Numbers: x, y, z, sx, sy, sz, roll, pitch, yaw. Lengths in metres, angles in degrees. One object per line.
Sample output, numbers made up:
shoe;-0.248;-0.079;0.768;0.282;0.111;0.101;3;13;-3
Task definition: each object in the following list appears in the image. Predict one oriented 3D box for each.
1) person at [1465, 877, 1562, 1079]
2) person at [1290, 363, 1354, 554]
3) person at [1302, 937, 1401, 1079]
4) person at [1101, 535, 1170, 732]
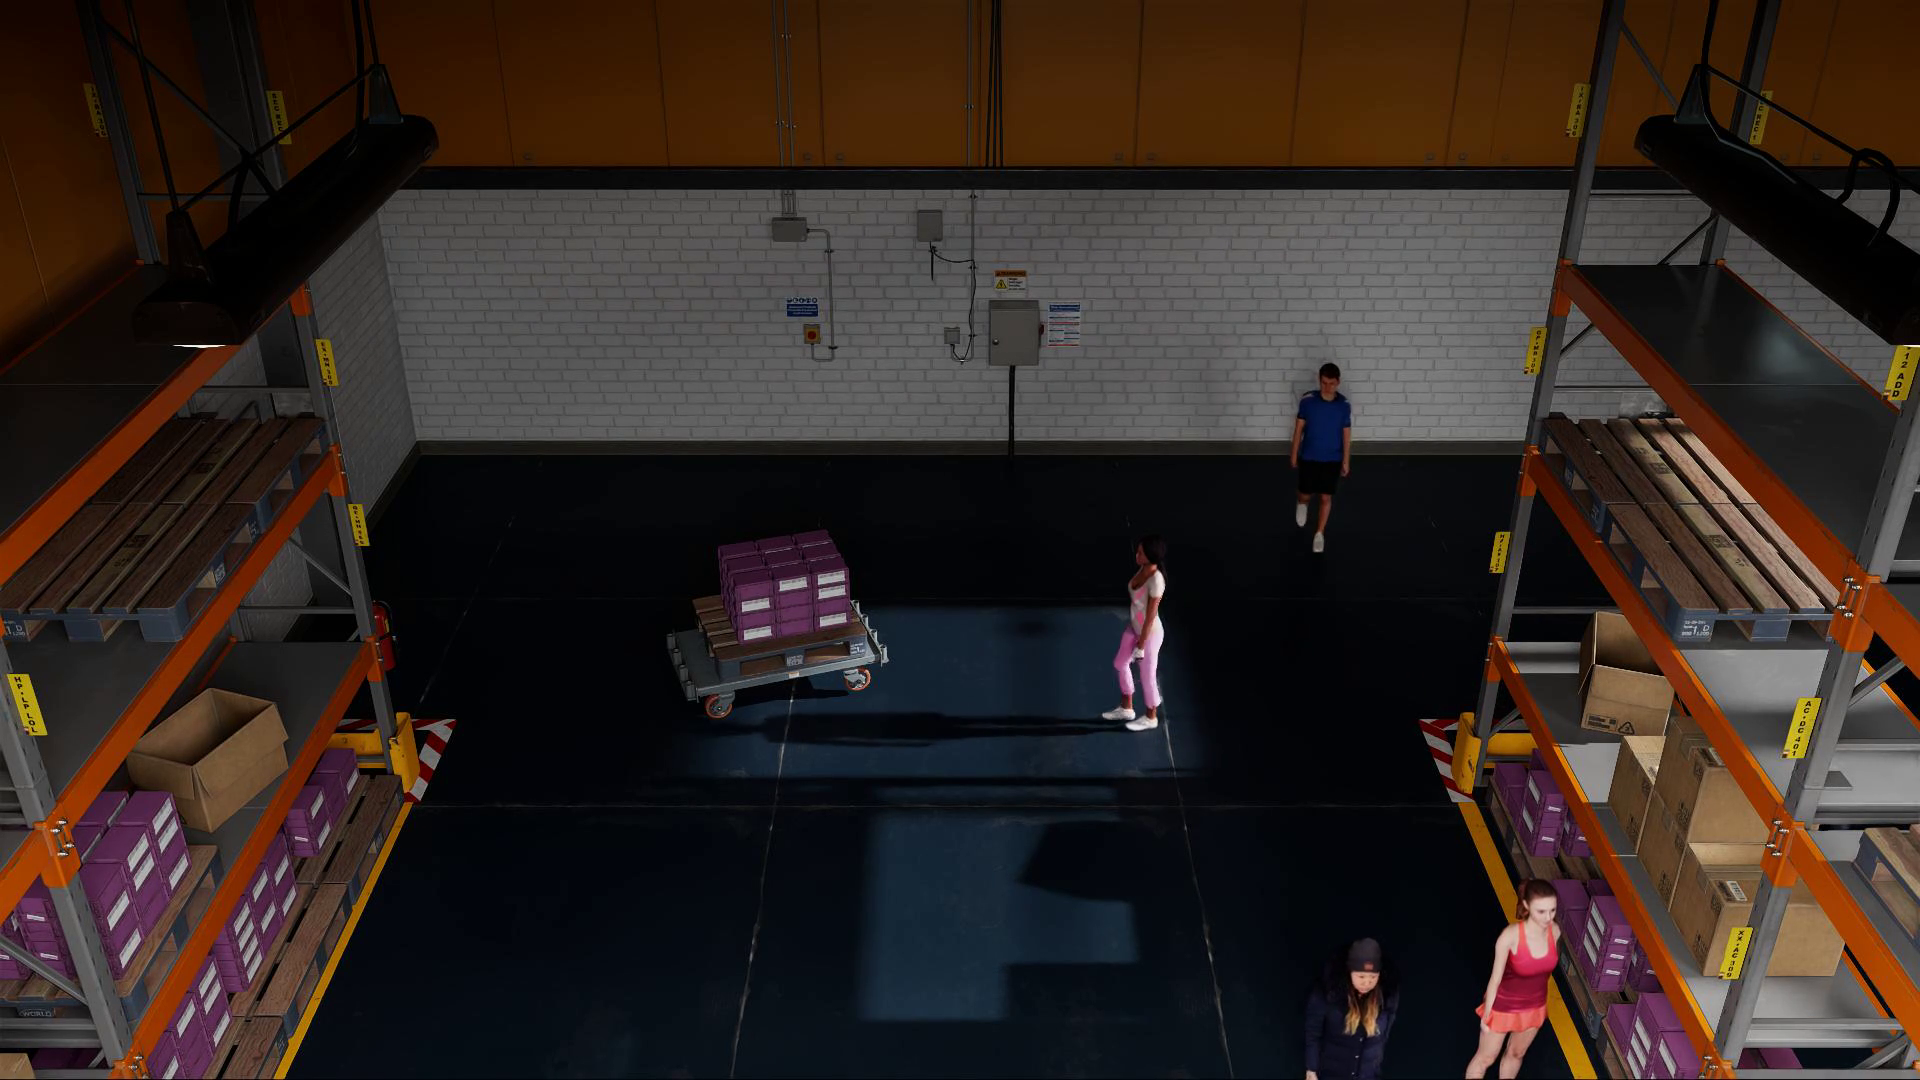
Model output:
person;3.095;2.592;9.262;0.620;1.753;0.618;-7;29;-13
person;3.343;-0.820;15.422;0.759;1.844;0.939;3;29;5
person;2.060;2.764;9.073;0.667;1.631;1.047;1;29;1
person;1.493;0.718;12.718;0.709;1.733;0.622;-3;29;-6
